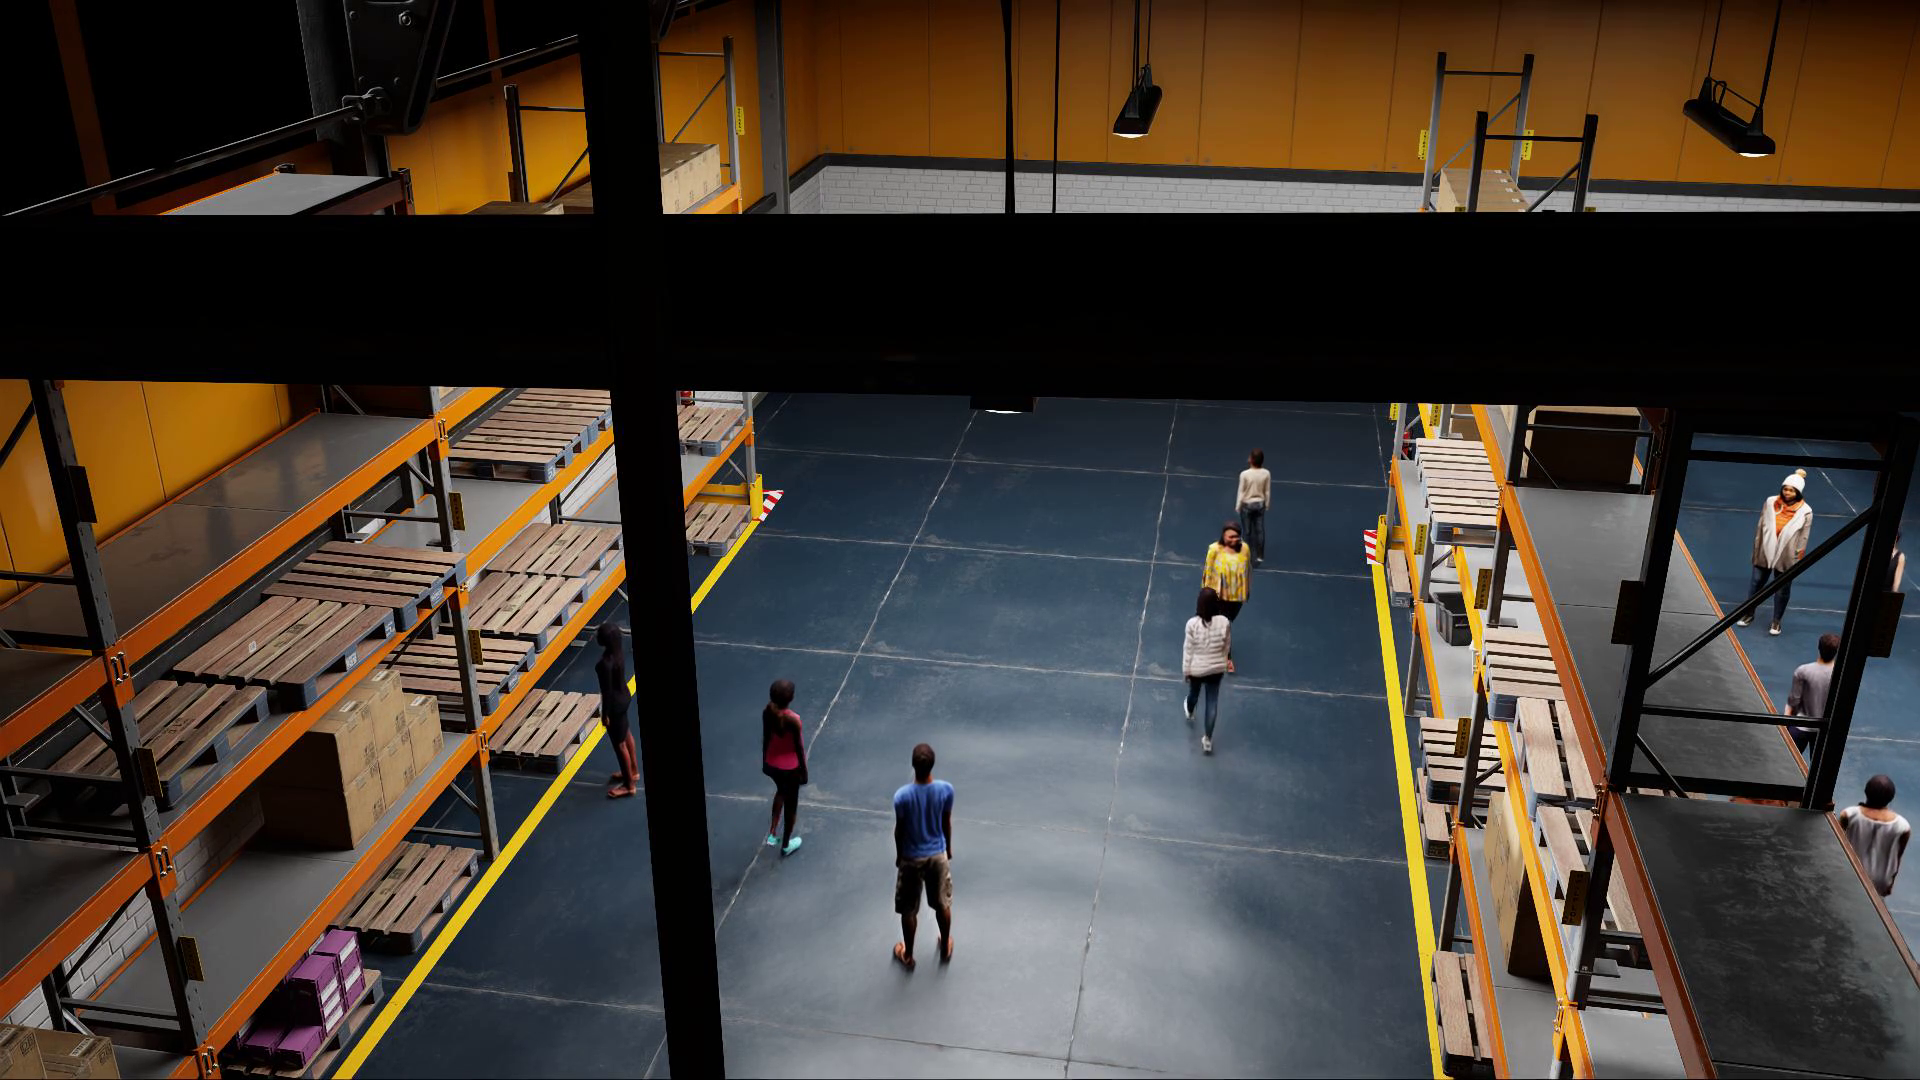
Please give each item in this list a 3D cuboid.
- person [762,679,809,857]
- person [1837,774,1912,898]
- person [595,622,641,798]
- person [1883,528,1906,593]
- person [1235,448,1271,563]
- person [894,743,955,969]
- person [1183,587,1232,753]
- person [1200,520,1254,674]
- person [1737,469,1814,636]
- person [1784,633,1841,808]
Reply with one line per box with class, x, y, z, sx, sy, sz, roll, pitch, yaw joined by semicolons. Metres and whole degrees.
person;-1.567;1.989;14.253;0.686;1.709;0.739;14;27;29
person;6.966;2.614;12.886;0.830;1.657;1.158;9;25;20
person;-3.162;1.528;15.292;0.700;1.721;0.500;-1;24;-1
person;9.864;0.552;17.782;0.905;1.514;1.067;21;31;40
person;3.516;-0.397;20.020;0.625;1.462;0.621;-4;24;-8
person;-0.274;2.461;12.992;0.767;1.853;0.777;-8;25;-17
person;2.386;1.274;16.032;0.751;1.593;1.113;1;24;1
person;2.825;0.539;17.676;0.951;1.624;1.130;-6;24;-13
person;9.029;0.109;18.330;0.813;1.887;0.833;18;29;35
person;7.604;1.660;14.838;0.657;1.843;0.528;5;24;11
